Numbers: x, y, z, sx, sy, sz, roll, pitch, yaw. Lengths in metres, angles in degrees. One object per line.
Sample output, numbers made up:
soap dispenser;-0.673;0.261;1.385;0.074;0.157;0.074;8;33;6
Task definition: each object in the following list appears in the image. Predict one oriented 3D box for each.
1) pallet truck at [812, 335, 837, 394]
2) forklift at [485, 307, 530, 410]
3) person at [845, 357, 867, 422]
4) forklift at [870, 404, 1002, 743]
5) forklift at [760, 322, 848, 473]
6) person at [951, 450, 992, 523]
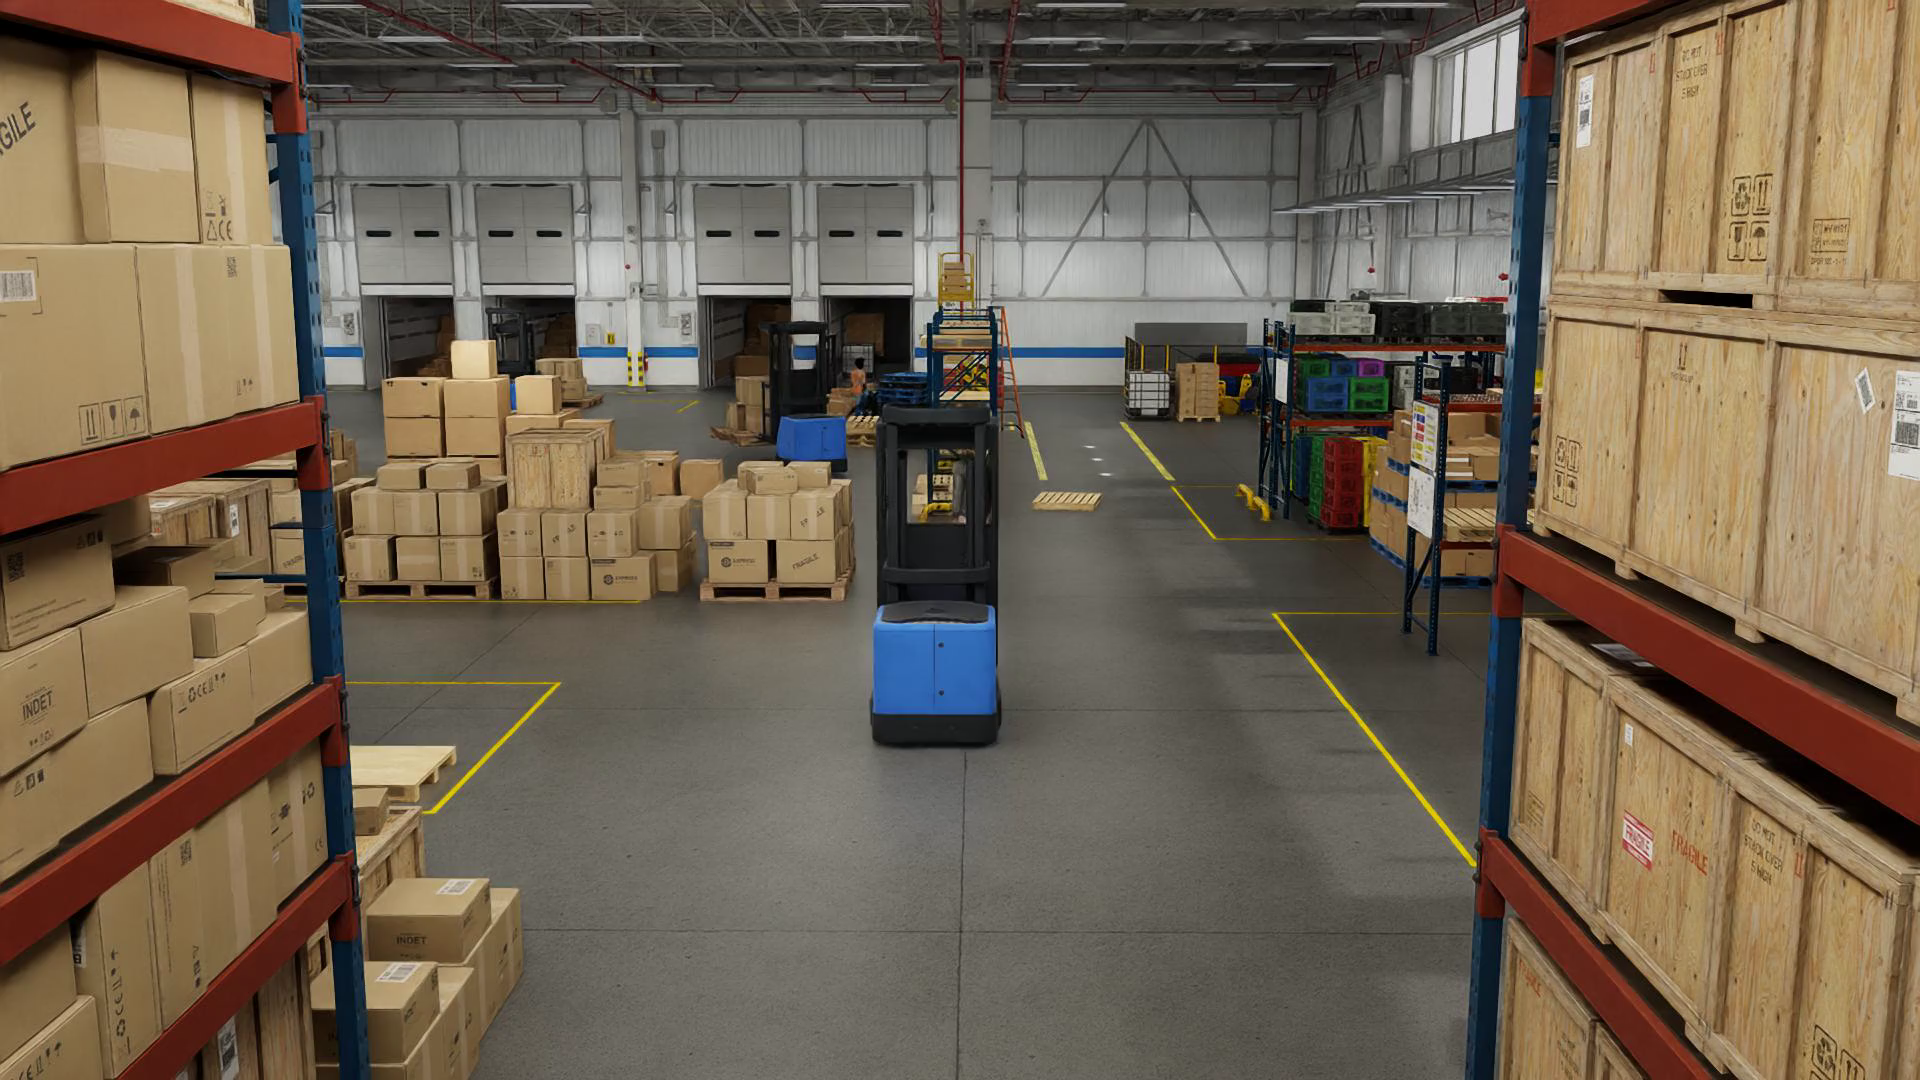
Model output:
pallet truck;-3.021;-4.312;43.126;1.885;1.965;0.823;3;10;17
forklift;-10.753;-4.150;39.645;1.129;2.768;1.873;0;10;1
person;-2.417;-3.463;39.149;0.439;1.683;0.539;-8;12;-38
forklift;-0.204;0.205;14.519;1.129;2.768;1.873;0;10;1
forklift;-2.942;-2.700;31.278;1.129;2.768;1.873;-5;11;-26
person;0.161;-0.347;20.258;0.619;1.992;0.396;-5;11;-28
